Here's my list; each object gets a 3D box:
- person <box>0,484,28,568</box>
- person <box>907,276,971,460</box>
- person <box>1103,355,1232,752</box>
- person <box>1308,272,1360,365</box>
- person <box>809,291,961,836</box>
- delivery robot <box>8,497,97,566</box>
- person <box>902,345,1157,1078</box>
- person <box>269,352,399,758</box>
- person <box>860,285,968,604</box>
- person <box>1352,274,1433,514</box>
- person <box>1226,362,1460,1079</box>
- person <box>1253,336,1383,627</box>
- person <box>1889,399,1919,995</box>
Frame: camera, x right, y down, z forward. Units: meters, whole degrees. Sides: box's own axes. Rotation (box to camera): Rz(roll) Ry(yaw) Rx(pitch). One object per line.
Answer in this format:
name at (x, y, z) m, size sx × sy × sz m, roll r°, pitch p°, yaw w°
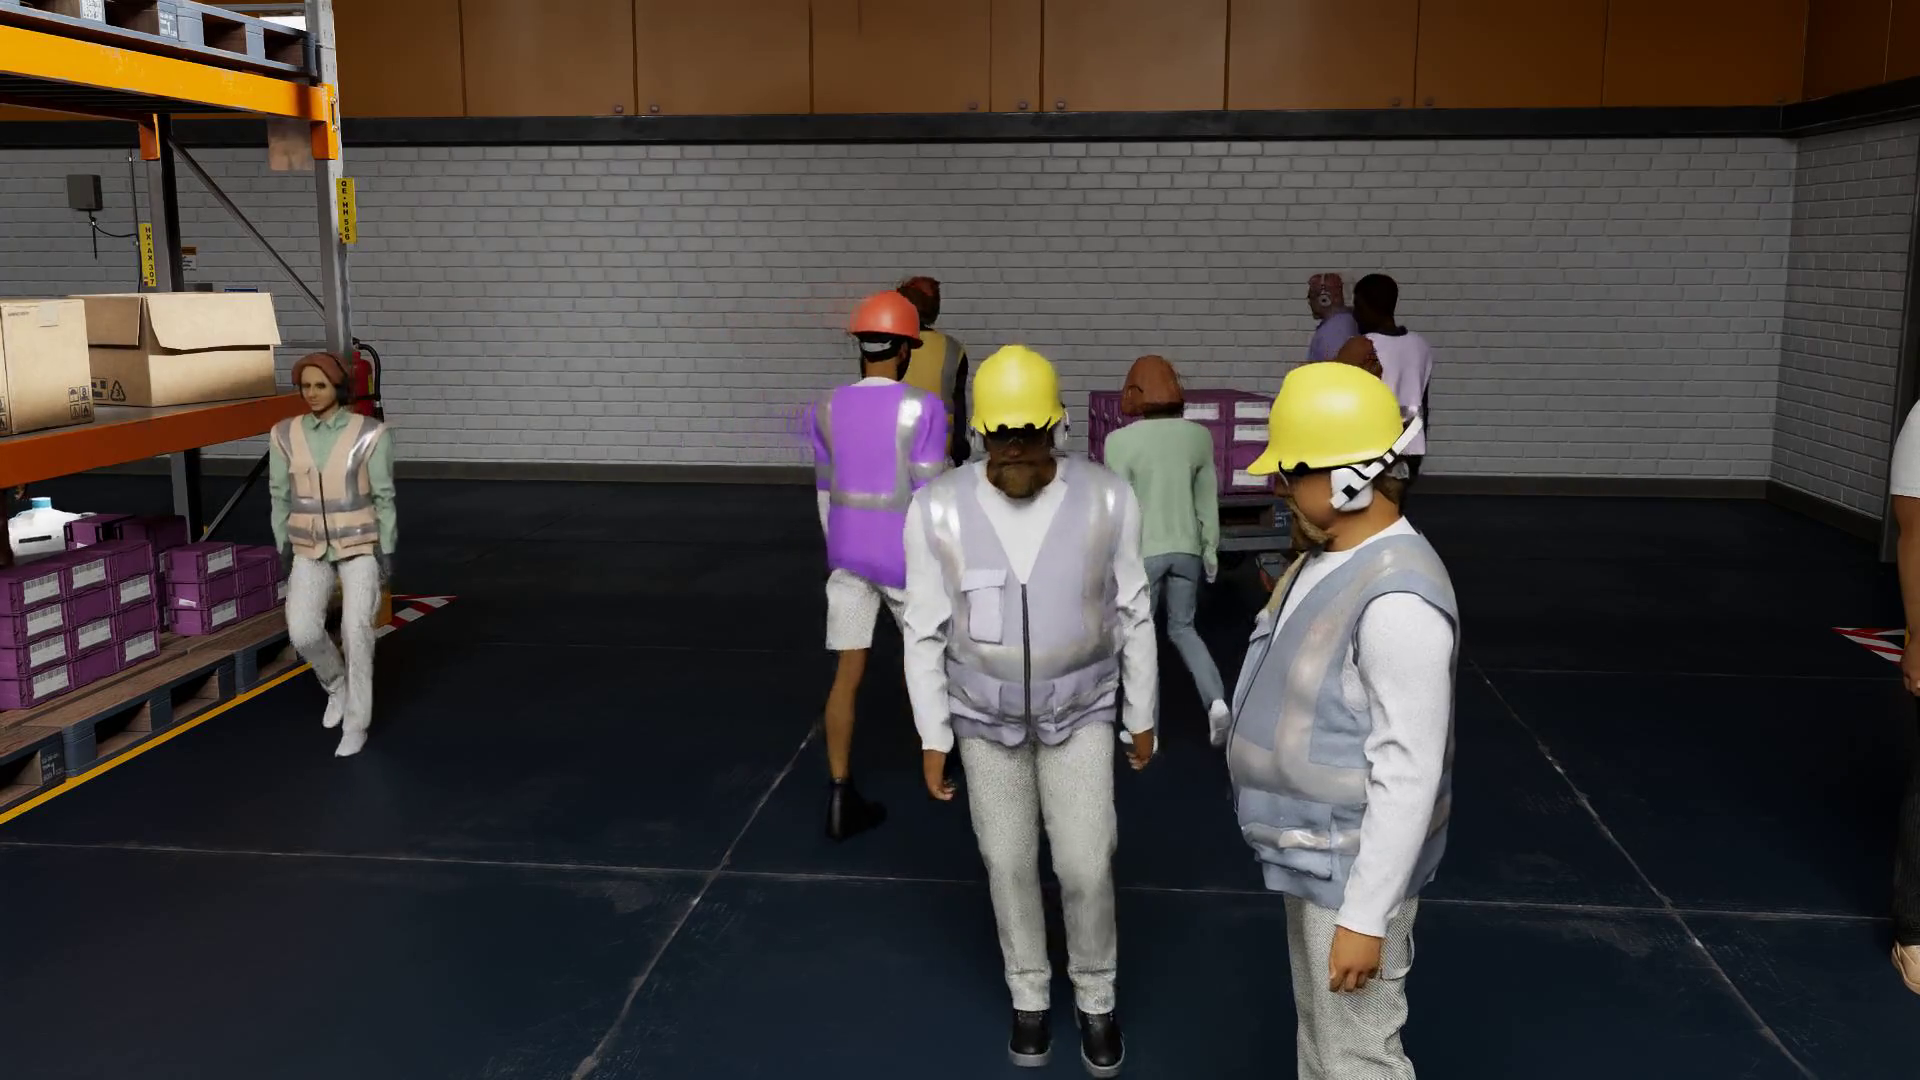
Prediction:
person at (-4.884, -0.378, 8.105) m, size 0.609 × 1.996 × 0.383 m, roll -3°, pitch 10°, yaw -17°
person at (-0.190, -0.647, 10.033) m, size 0.826 × 1.850 × 0.578 m, roll -9°, pitch 13°, yaw -41°
person at (0.838, 0.080, 6.598) m, size 0.510 × 1.610 × 0.544 m, roll -5°, pitch 11°, yaw -24°
person at (2.437, -0.782, 10.779) m, size 0.506 × 1.878 × 0.653 m, roll 6°, pitch 12°, yaw 33°
person at (-0.257, 0.055, 5.980) m, size 0.559 × 1.869 × 1.034 m, roll 4°, pitch 11°, yaw 22°
delivery robot at (-5.423, -0.009, 9.848) m, size 0.477 × 0.478 × 0.707 m, roll 8°, pitch 12°, yaw 37°
person at (0.169, 0.428, 4.040) m, size 0.612 × 1.802 × 0.493 m, roll 1°, pitch 10°, yaw 5°
person at (-2.505, 0.053, 6.706) m, size 0.517 × 1.625 × 0.397 m, roll 0°, pitch 10°, yaw 0°
person at (-0.266, -0.513, 9.352) m, size 0.639 × 1.828 × 0.444 m, roll -2°, pitch 10°, yaw -13°
person at (2.229, -0.408, 8.556) m, size 0.684 × 1.908 × 0.689 m, roll -7°, pitch 12°, yaw -33°
person at (0.698, 0.581, 3.110) m, size 0.403 × 1.822 × 0.588 m, roll 0°, pitch 10°, yaw 1°
person at (1.878, -0.224, 8.422) m, size 0.804 × 1.608 × 0.492 m, roll -6°, pitch 12°, yaw -31°
person at (2.880, 0.238, 4.451) m, size 0.684 × 2.000 × 0.538 m, roll 0°, pitch 10°, yaw -2°
